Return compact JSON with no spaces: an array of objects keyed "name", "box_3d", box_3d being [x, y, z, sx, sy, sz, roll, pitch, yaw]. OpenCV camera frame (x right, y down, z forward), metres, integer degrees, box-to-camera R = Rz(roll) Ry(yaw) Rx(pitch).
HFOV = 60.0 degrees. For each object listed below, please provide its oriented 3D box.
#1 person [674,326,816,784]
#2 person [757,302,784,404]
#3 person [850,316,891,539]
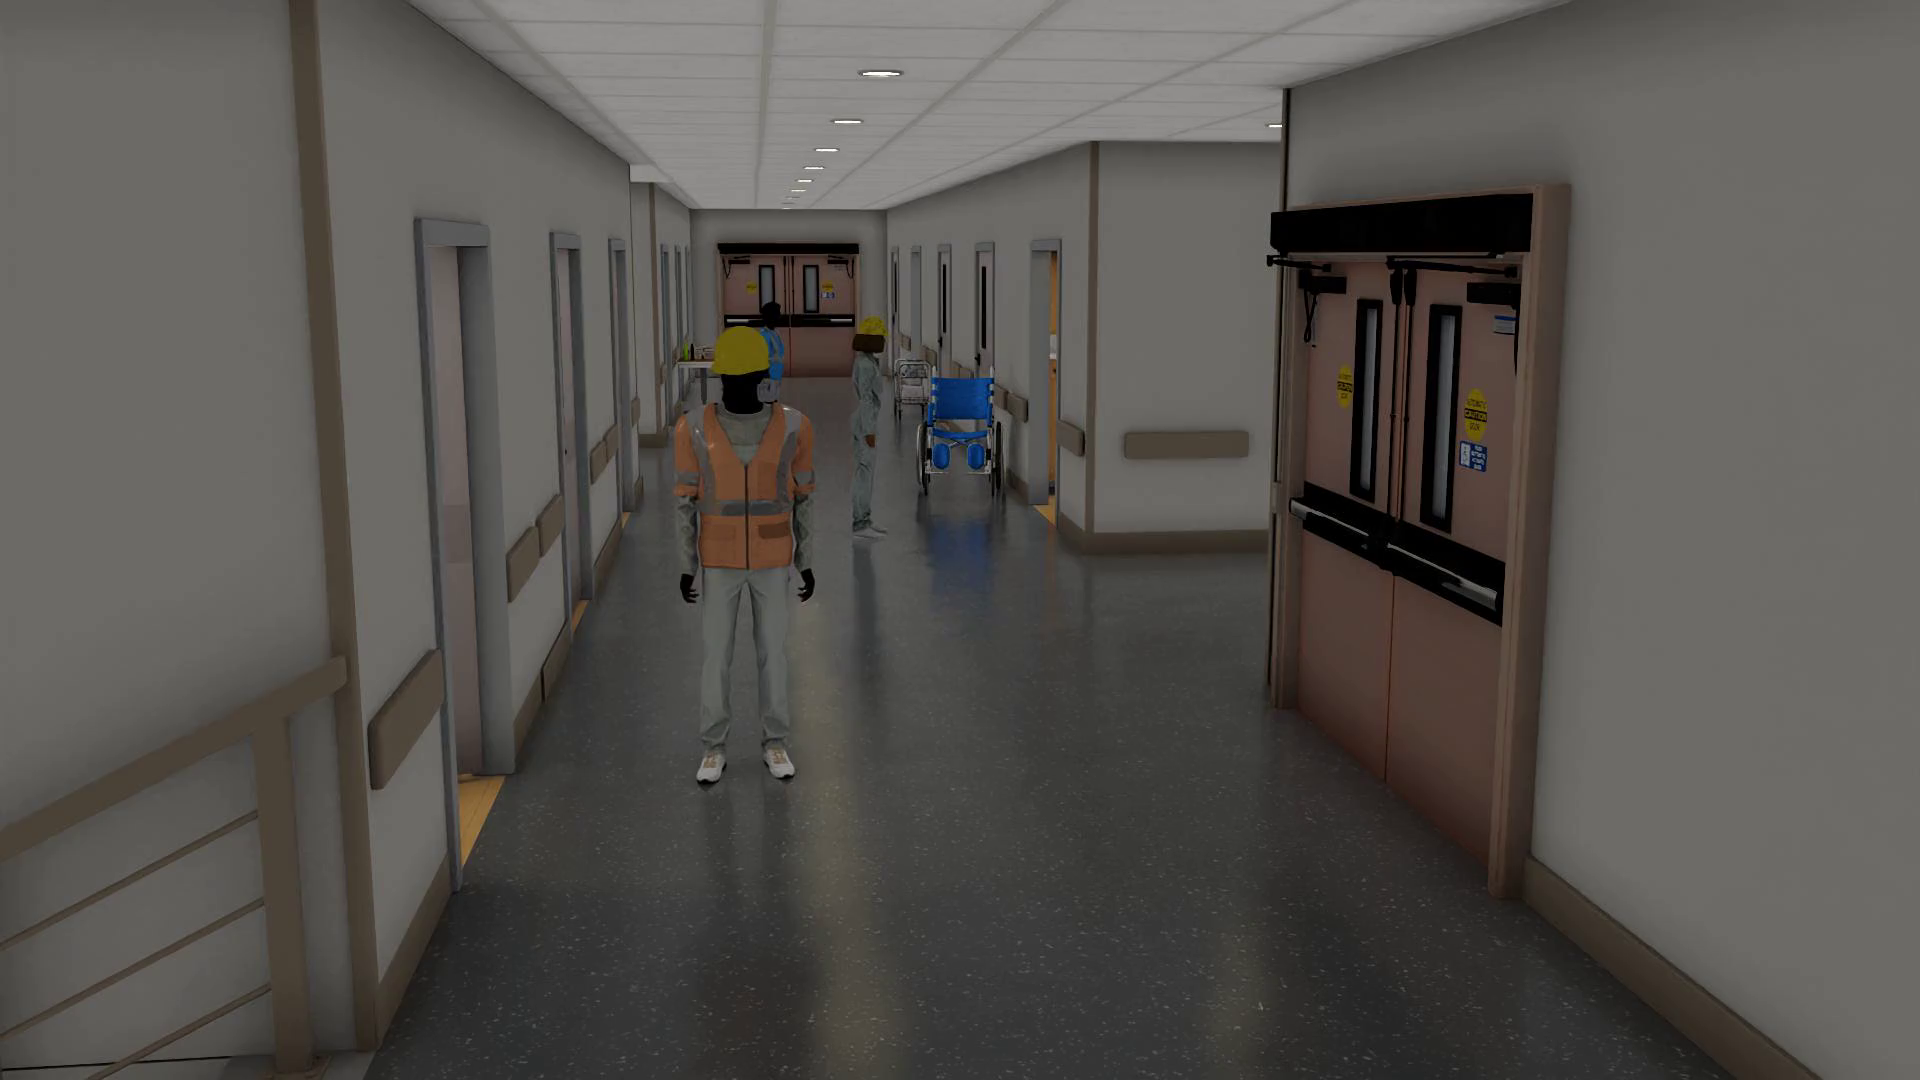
[{"name":"person","box_3d":[-0.893,0.067,6.985,0.590,1.923,0.383,-2,10,-10]},{"name":"person","box_3d":[-2.134,-1.827,18.693,0.319,1.694,0.536,2,10,9]},{"name":"person","box_3d":[-0.700,-0.879,13.046,0.326,1.737,0.486,0,10,-2]}]
